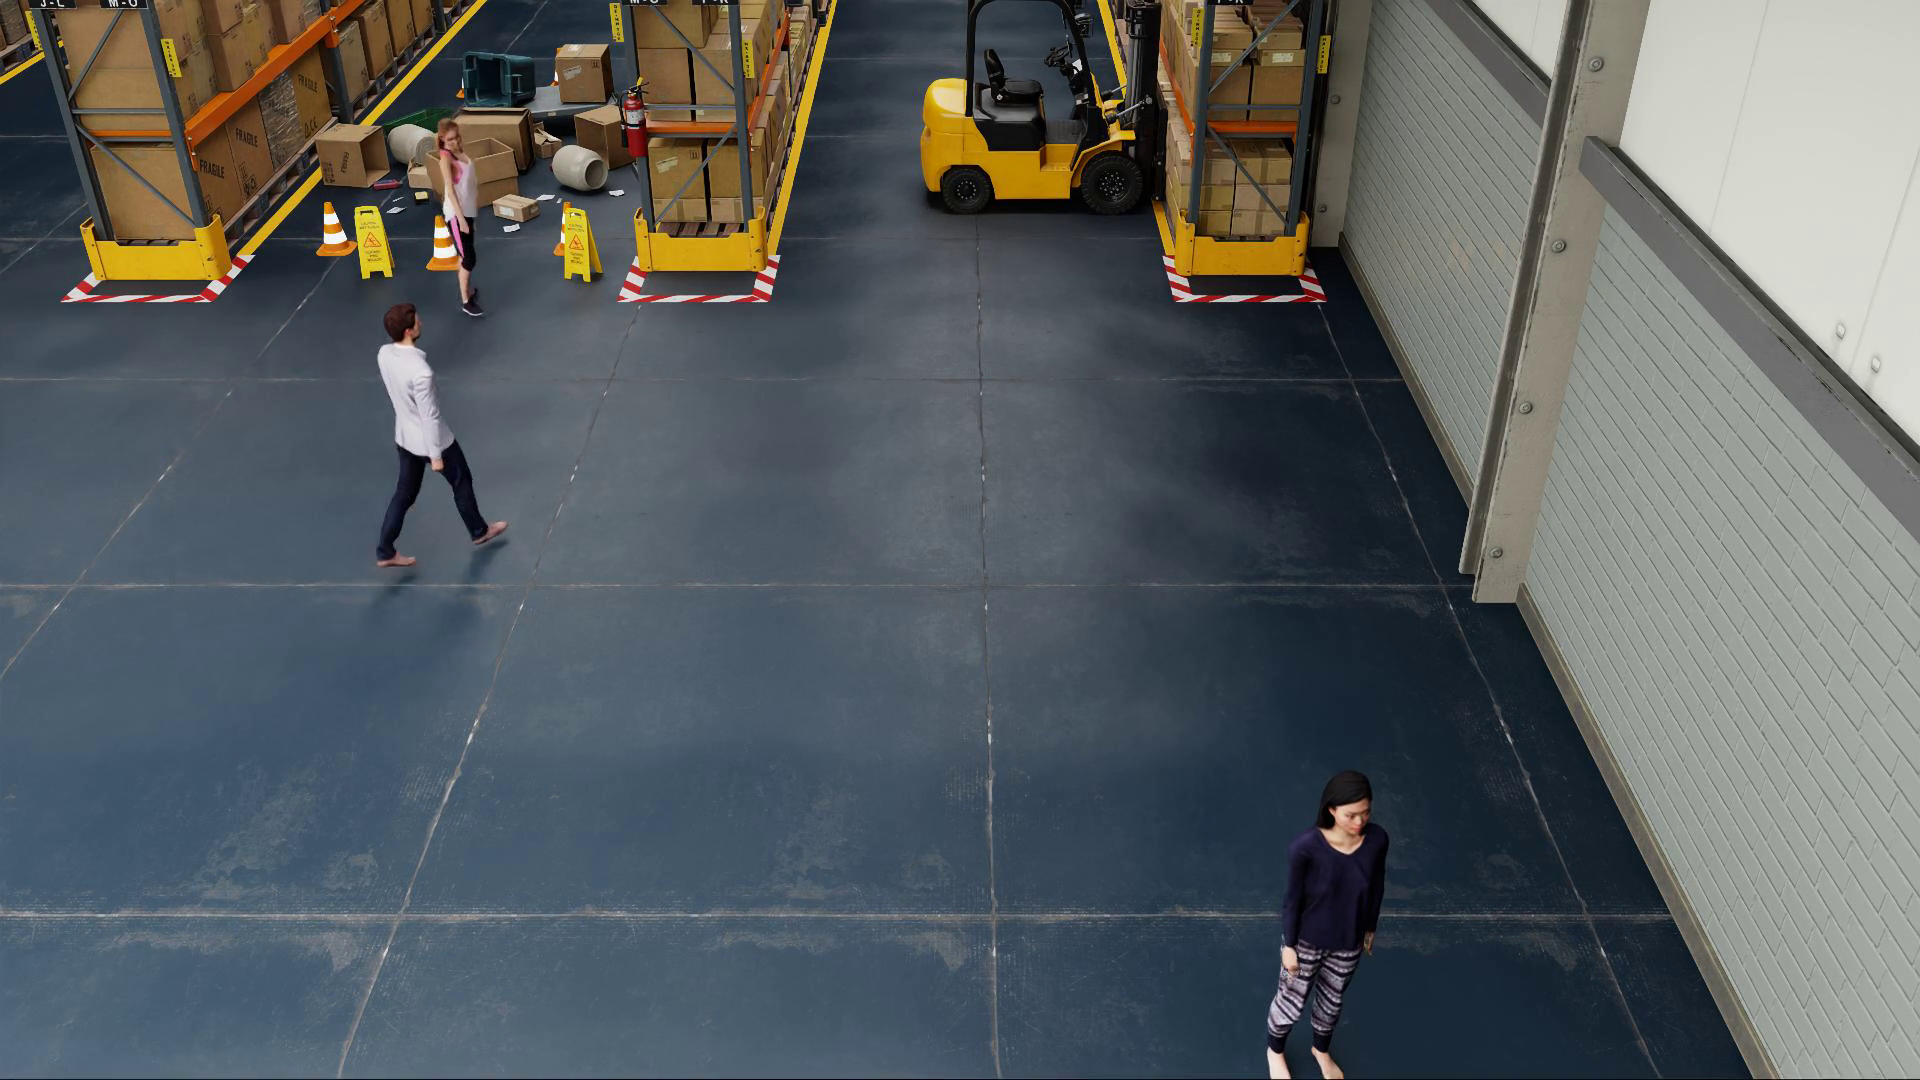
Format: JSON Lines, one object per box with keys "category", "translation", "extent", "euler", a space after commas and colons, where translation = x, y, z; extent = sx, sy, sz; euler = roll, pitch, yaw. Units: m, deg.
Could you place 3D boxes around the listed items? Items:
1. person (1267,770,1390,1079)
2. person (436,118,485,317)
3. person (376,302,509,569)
{"category": "person", "translation": [1.567, 1.662, 7.147], "extent": [0.635, 1.733, 0.566], "euler": [-5, 33, -8]}
{"category": "person", "translation": [-4.263, -2.776, 14.157], "extent": [0.867, 1.760, 0.483], "euler": [-7, 33, -12]}
{"category": "person", "translation": [-3.533, -0.615, 10.681], "extent": [1.155, 1.813, 1.272], "euler": [24, 39, 33]}
